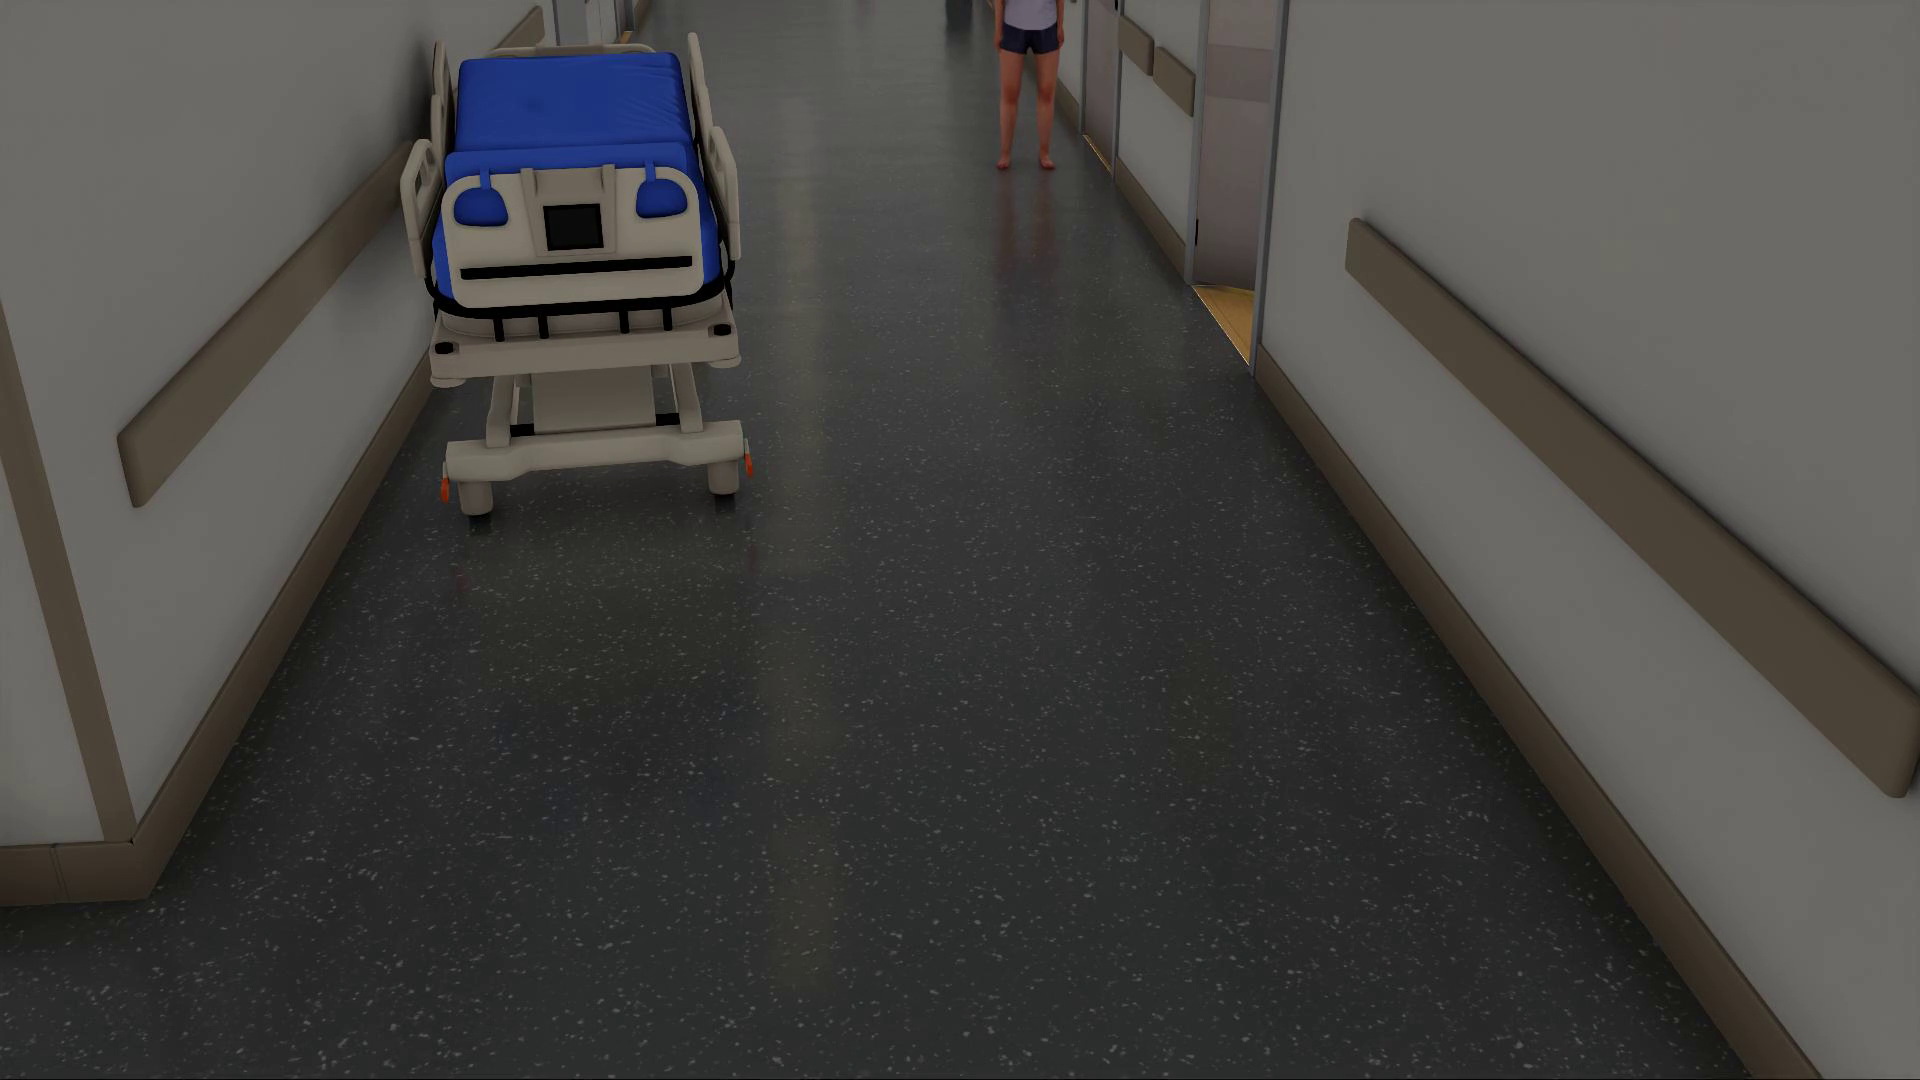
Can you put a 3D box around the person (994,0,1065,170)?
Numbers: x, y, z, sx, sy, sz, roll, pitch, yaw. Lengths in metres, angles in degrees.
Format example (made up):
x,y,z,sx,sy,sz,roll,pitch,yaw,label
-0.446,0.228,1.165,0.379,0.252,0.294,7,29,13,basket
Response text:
x,y,z,sx,sy,sz,roll,pitch,yaw,label
0.440,-3.165,10.261,0.450,1.706,0.655,-1,26,-3,person
